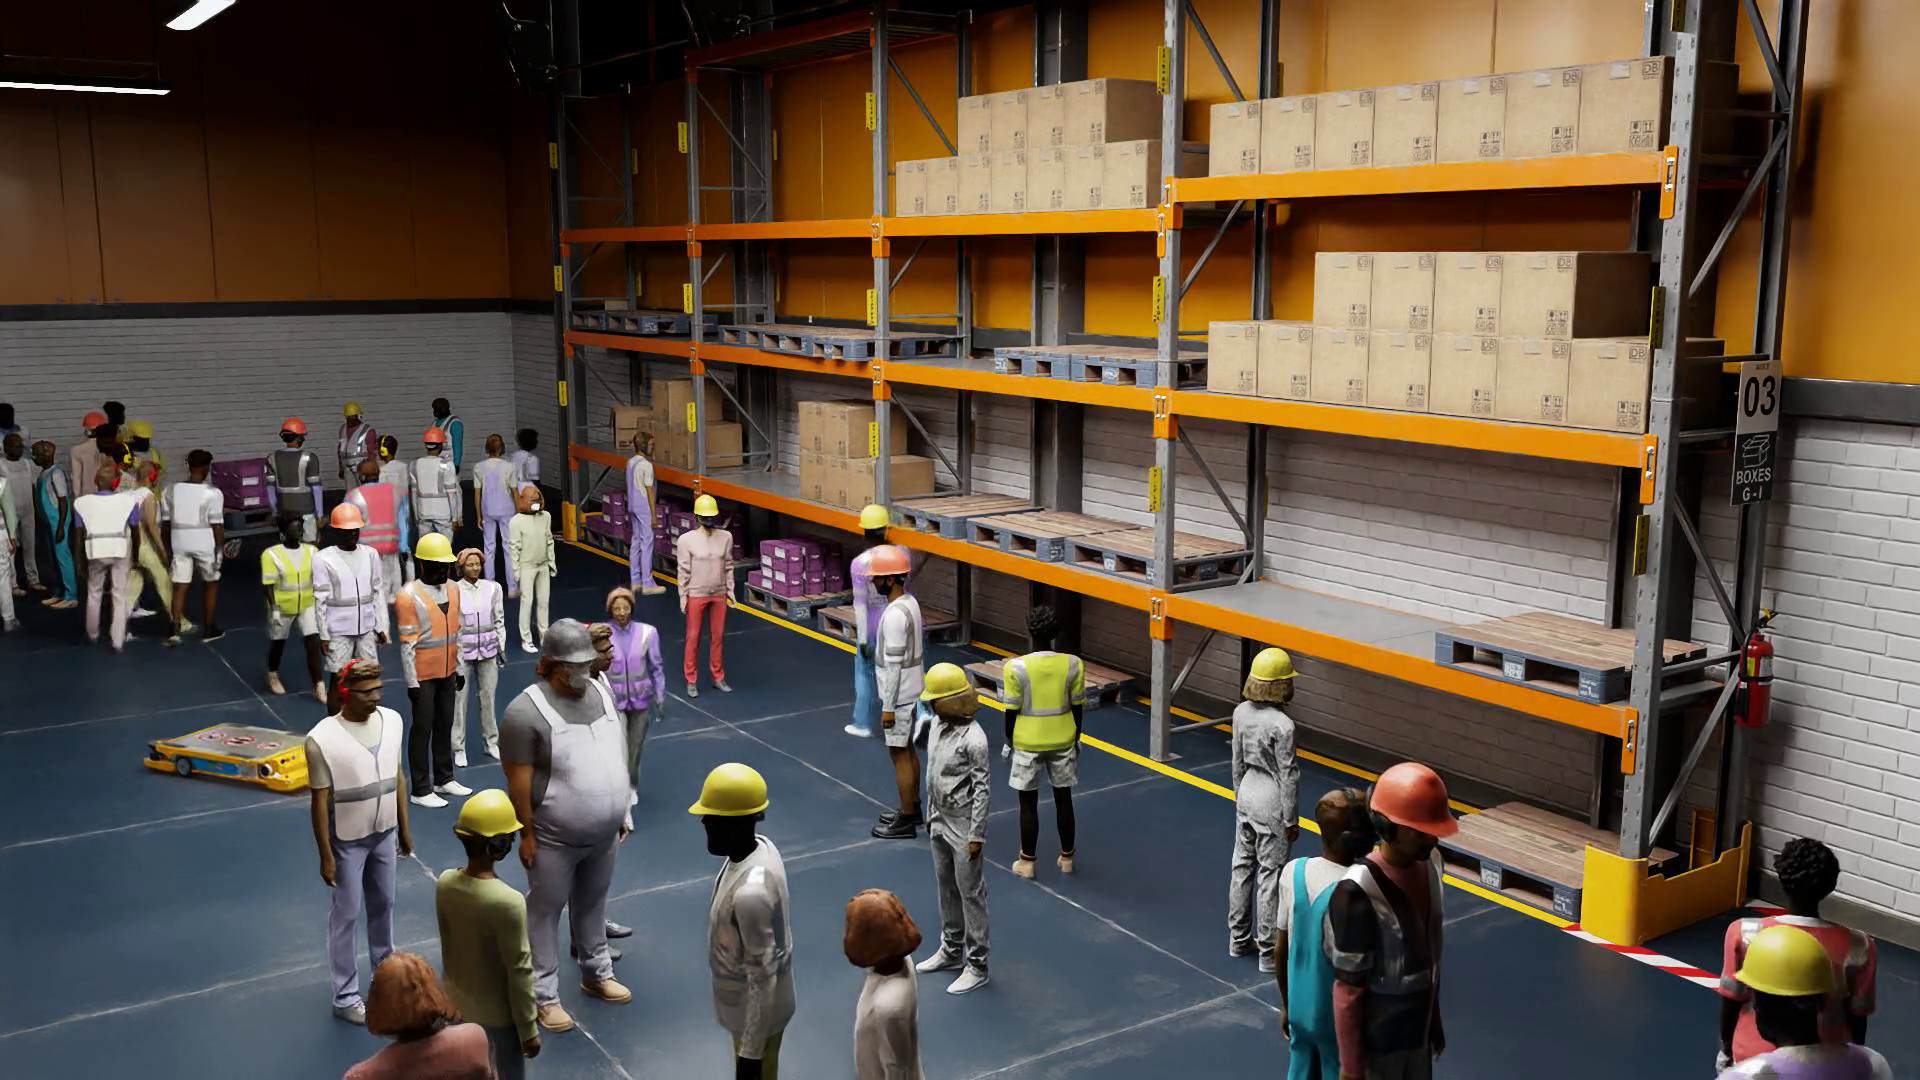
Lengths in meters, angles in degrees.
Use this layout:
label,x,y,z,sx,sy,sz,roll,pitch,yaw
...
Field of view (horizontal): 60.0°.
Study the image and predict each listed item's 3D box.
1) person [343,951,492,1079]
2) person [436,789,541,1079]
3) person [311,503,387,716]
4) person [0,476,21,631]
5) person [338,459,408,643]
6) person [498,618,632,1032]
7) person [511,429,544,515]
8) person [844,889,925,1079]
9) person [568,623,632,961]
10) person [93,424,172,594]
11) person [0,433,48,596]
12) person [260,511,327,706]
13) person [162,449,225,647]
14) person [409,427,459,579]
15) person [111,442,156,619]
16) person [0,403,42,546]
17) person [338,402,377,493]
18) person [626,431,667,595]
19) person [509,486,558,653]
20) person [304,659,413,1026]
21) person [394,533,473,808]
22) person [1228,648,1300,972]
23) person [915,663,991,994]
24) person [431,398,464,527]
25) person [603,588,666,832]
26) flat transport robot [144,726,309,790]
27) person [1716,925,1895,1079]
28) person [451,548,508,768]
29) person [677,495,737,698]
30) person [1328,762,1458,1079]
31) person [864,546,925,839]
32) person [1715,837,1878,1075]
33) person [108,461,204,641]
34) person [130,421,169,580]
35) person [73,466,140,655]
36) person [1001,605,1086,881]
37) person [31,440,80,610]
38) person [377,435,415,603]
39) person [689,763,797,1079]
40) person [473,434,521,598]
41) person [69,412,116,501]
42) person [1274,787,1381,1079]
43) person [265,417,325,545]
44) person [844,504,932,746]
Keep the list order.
label,x,y,z,sx,sy,sz,roll,pitch,yaw
person,-1.677,2.110,5.331,0.508,1.597,0.795,-9,13,-42
person,-1.822,1.834,6.489,0.526,1.761,0.334,8,13,39
person,-4.667,0.672,12.771,0.363,1.939,0.542,9,13,42
person,-9.866,-0.022,16.817,0.610,1.947,0.388,-4,10,-22
person,-5.897,0.090,16.618,0.647,1.789,0.954,-9,13,-44
person,-1.899,1.387,8.279,0.535,2.000,0.673,7,12,37
person,-5.359,-0.532,20.603,0.600,1.681,0.317,9,13,43
person,-0.256,2.006,5.840,0.286,1.631,0.501,0,10,-2
person,-2.023,1.350,9.066,0.375,1.843,0.575,0,10,1
person,-9.484,-0.370,18.919,0.777,1.932,0.628,-5,11,-27
person,-10.598,-0.286,18.699,0.341,1.839,0.504,5,11,27
person,-5.737,0.557,14.247,0.527,1.659,0.861,-9,13,-42
person,-7.527,0.086,16.271,0.630,1.930,0.707,0,10,-1
person,-5.811,-0.291,18.466,0.544,1.929,0.388,2,10,11
person,-8.793,-0.102,17.556,0.512,1.861,0.326,7,12,35
person,-12.361,-0.837,21.748,0.688,1.894,0.597,8,12,39
person,-8.325,-1.002,22.956,0.595,1.824,0.403,4,10,21
person,-3.570,-0.305,18.784,0.329,1.842,0.518,-8,13,-40
person,-4.105,0.275,16.027,0.297,1.623,0.505,7,12,35
person,-2.996,1.483,8.307,0.392,1.838,0.561,5,11,28
person,-3.633,0.897,11.532,0.395,1.919,0.582,5,11,25
person,1.646,1.431,8.894,0.294,1.744,0.487,-5,11,-29
person,-0.042,1.481,8.628,0.330,1.733,0.493,-6,11,-31
person,-7.247,-1.092,23.462,0.637,1.830,0.429,8,12,39
person,-2.264,1.103,11.265,0.522,1.592,0.875,-4,10,-22
flat transport robot,-5.257,1.585,12.302,1.431,0.197,0.652,4,11,23
person,2.364,2.038,4.880,0.604,1.887,0.860,-2,10,-11
person,-3.655,0.867,12.491,0.517,1.645,0.308,-7,12,-37
person,-2.182,0.480,14.407,0.533,1.767,0.327,-6,11,-32
person,1.580,1.778,6.025,0.612,2.030,0.403,-10,14,-44
person,-0.431,0.995,10.914,0.387,1.928,0.546,1,10,7
person,3.069,1.928,6.143,0.532,1.689,0.321,2,10,13
person,-8.083,0.115,16.512,0.593,1.797,0.856,9,13,44
person,-9.521,-0.449,19.455,0.409,1.908,0.589,5,11,28
person,-8.246,0.178,16.117,0.590,1.797,0.816,-4,10,-22
person,0.507,1.237,10.164,0.540,1.695,0.317,-3,10,-15
person,-9.784,-0.165,17.968,0.325,1.842,0.513,-9,13,-43
person,-6.220,-0.225,18.285,0.330,1.860,0.540,3,10,18
person,-0.812,1.778,6.310,0.384,1.928,0.588,-1,10,-8
person,-5.144,-0.264,18.544,0.509,1.846,0.342,0,10,-2
person,-10.057,-0.501,19.482,0.622,1.996,0.368,-7,12,-36
person,1.401,1.829,6.260,0.339,1.842,0.507,-6,12,-33
person,-7.316,-0.335,18.386,0.615,2.038,0.395,1,10,6
person,-0.582,0.663,12.954,0.590,1.903,0.857,-7,12,-37
